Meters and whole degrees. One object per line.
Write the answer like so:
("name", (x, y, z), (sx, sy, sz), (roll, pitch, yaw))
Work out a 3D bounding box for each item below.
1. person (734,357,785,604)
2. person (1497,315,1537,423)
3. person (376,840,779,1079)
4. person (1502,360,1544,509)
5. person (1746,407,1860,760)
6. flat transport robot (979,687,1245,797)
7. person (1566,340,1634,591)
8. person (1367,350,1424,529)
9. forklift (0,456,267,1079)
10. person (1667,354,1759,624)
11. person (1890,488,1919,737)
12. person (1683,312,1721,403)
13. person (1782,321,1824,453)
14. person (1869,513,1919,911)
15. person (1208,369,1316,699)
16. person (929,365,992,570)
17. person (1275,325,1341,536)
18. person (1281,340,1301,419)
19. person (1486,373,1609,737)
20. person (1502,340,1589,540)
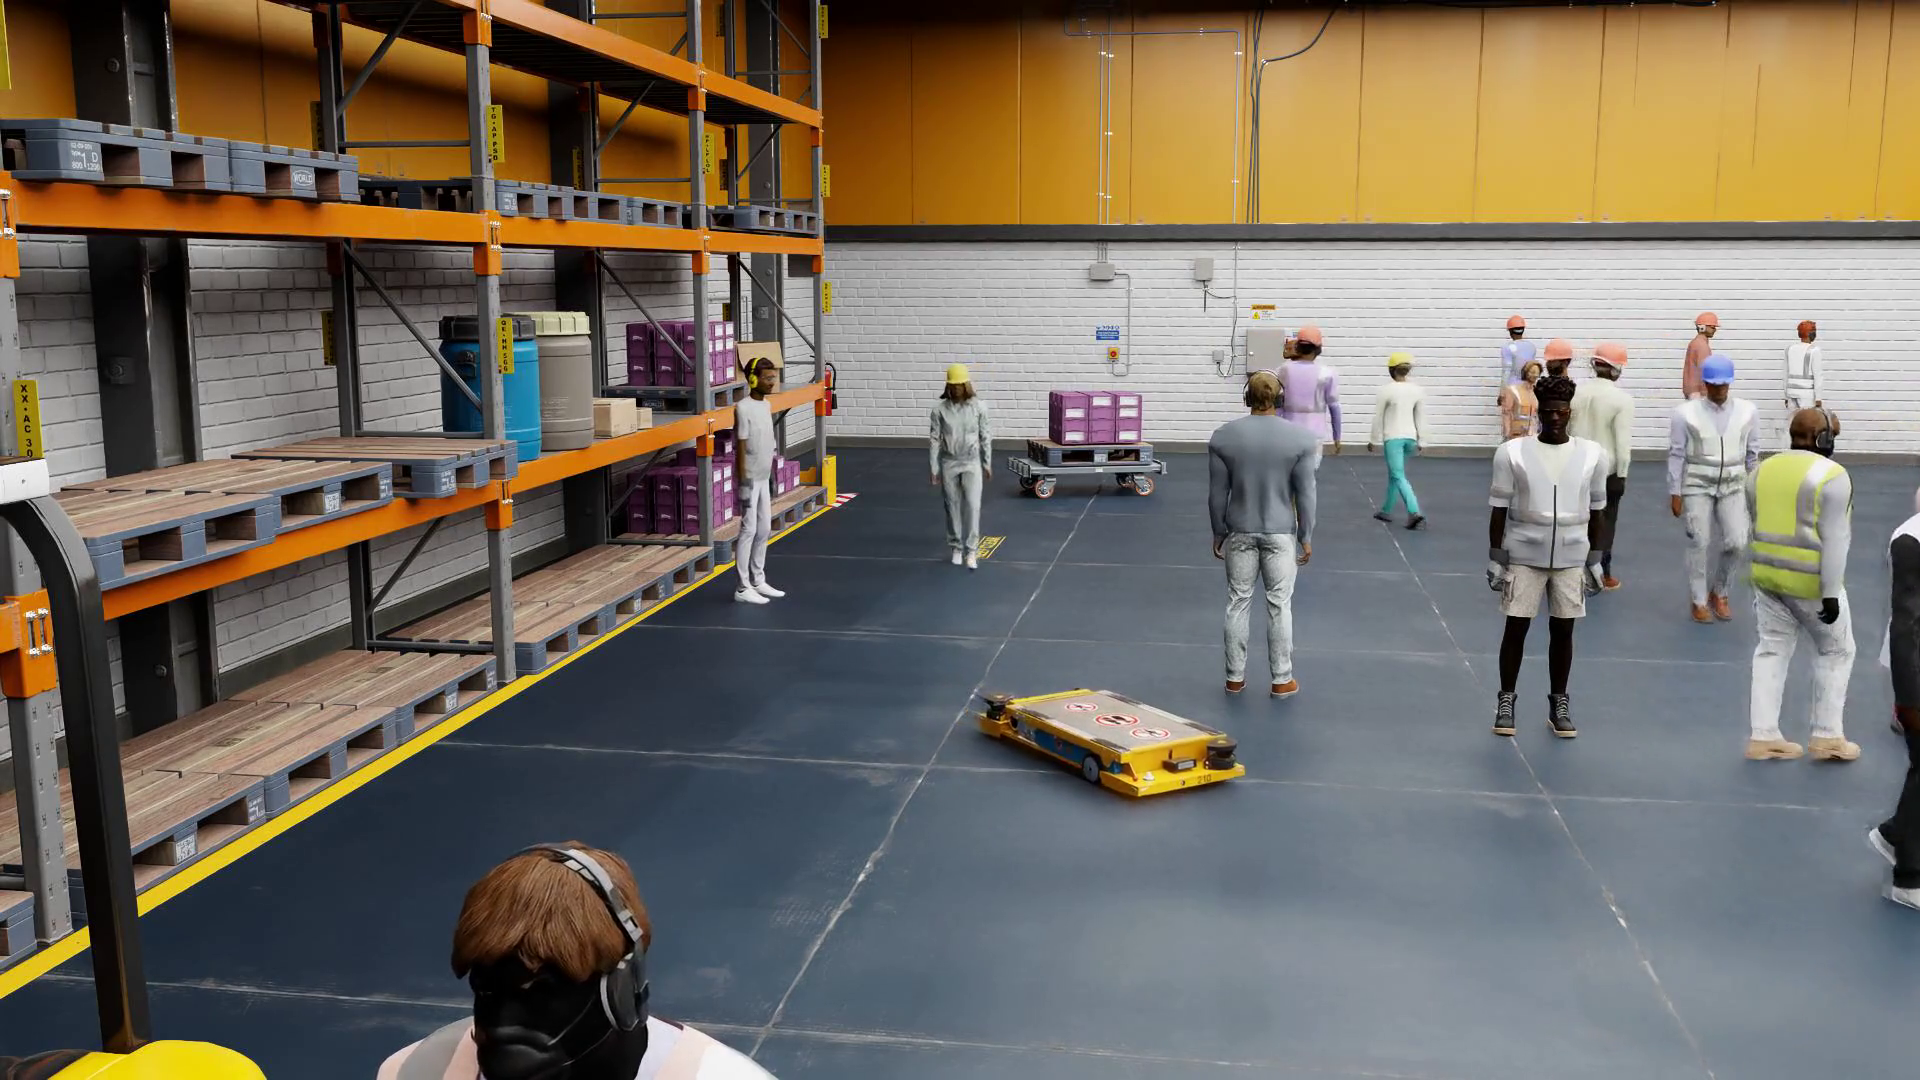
("person", (-1.538, -0.451, 12.609), (0.321, 1.856, 0.528), (3, 10, 20))
("person", (7.172, -1.935, 21.525), (0.547, 1.929, 0.385), (-5, 10, -26))
("person", (-0.471, 1.264, 2.064), (0.625, 1.844, 0.429), (2, 9, 11))
("person", (5.829, -1.070, 17.197), (0.512, 1.602, 0.822), (1, 9, 3))
("person", (4.357, 0.229, 8.531), (0.693, 1.811, 0.640), (-3, 10, -18))
("flat transport robot", (0.746, 0.998, 8.534), (0.652, 0.197, 1.431), (-5, 11, -30))
("person", (4.877, -0.557, 12.882), (0.723, 1.976, 0.629), (-6, 11, -34))
("person", (4.340, -0.991, 16.311), (0.519, 1.730, 0.859), (-4, 10, -25))
("forklift", (-2.328, 0.975, 2.765), (2.313, 2.155, 1.214), (1, 9, 9))
("person", (5.328, -0.352, 11.774), (0.630, 1.924, 0.445), (1, 9, 8))
("person", (5.229, 0.244, 8.695), (0.533, 1.749, 0.616), (-1, 9, -6))
("person", (9.285, -1.864, 20.895), (0.391, 1.991, 0.613), (2, 9, 10))
("person", (10.559, -1.800, 20.834), (0.356, 1.884, 0.574), (-3, 10, -20))
("person", (3.809, 0.528, 6.424), (0.615, 1.898, 0.443), (-5, 10, -27))
("person", (1.766, -0.030, 9.751), (0.630, 1.940, 0.372), (3, 10, 19))
("person", (0.000, -0.600, 13.921), (0.517, 1.709, 0.822), (0, 9, 1))
("person", (3.268, -1.029, 15.746), (0.625, 2.000, 1.040), (5, 10, 26))
("person", (4.217, -1.718, 21.099), (0.500, 1.633, 0.282), (-8, 12, -39))
("person", (3.151, 0.087, 8.941), (0.614, 1.964, 0.361), (1, 9, 9))
("person", (5.436, -0.878, 15.165), (1.013, 1.888, 0.546), (-2, 9, -14))
